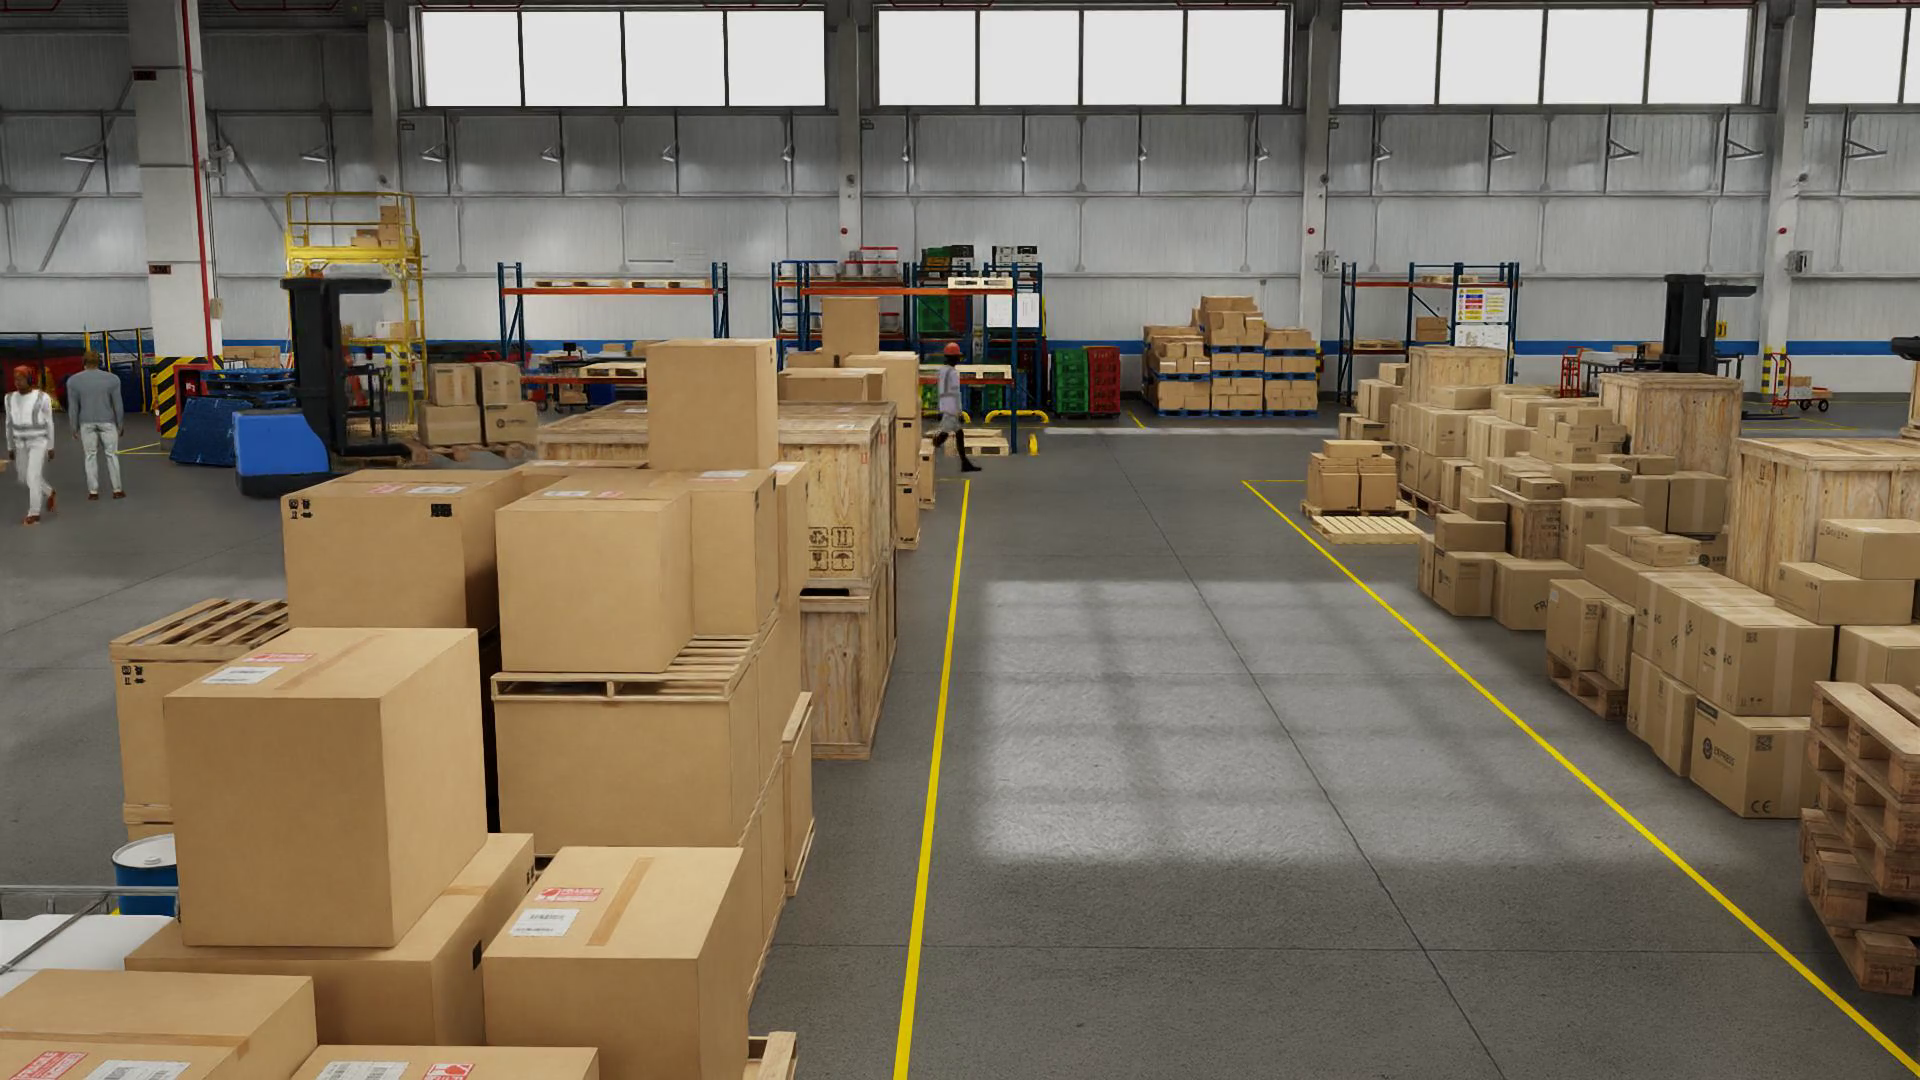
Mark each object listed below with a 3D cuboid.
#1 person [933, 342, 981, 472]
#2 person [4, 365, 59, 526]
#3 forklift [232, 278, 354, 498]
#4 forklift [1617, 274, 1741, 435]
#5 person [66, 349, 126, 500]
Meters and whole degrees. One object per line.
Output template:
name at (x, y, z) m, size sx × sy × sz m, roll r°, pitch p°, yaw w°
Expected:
person at (-0.189, -1.888, 23.900) m, size 0.988 × 1.900 × 0.554 m, roll -3°, pitch 10°, yaw -17°
person at (-10.810, -1.121, 19.419) m, size 0.579 × 1.865 × 0.688 m, roll 1°, pitch 10°, yaw 8°
forklift at (-8.564, -2.040, 21.857) m, size 1.873 × 2.768 × 1.129 m, roll -5°, pitch 11°, yaw -27°
forklift at (12.653, -3.276, 29.256) m, size 1.873 × 2.768 × 1.129 m, roll 0°, pitch 9°, yaw 1°
person at (-11.025, -1.471, 21.259) m, size 0.628 × 1.940 × 0.377 m, roll -3°, pitch 10°, yaw -20°
